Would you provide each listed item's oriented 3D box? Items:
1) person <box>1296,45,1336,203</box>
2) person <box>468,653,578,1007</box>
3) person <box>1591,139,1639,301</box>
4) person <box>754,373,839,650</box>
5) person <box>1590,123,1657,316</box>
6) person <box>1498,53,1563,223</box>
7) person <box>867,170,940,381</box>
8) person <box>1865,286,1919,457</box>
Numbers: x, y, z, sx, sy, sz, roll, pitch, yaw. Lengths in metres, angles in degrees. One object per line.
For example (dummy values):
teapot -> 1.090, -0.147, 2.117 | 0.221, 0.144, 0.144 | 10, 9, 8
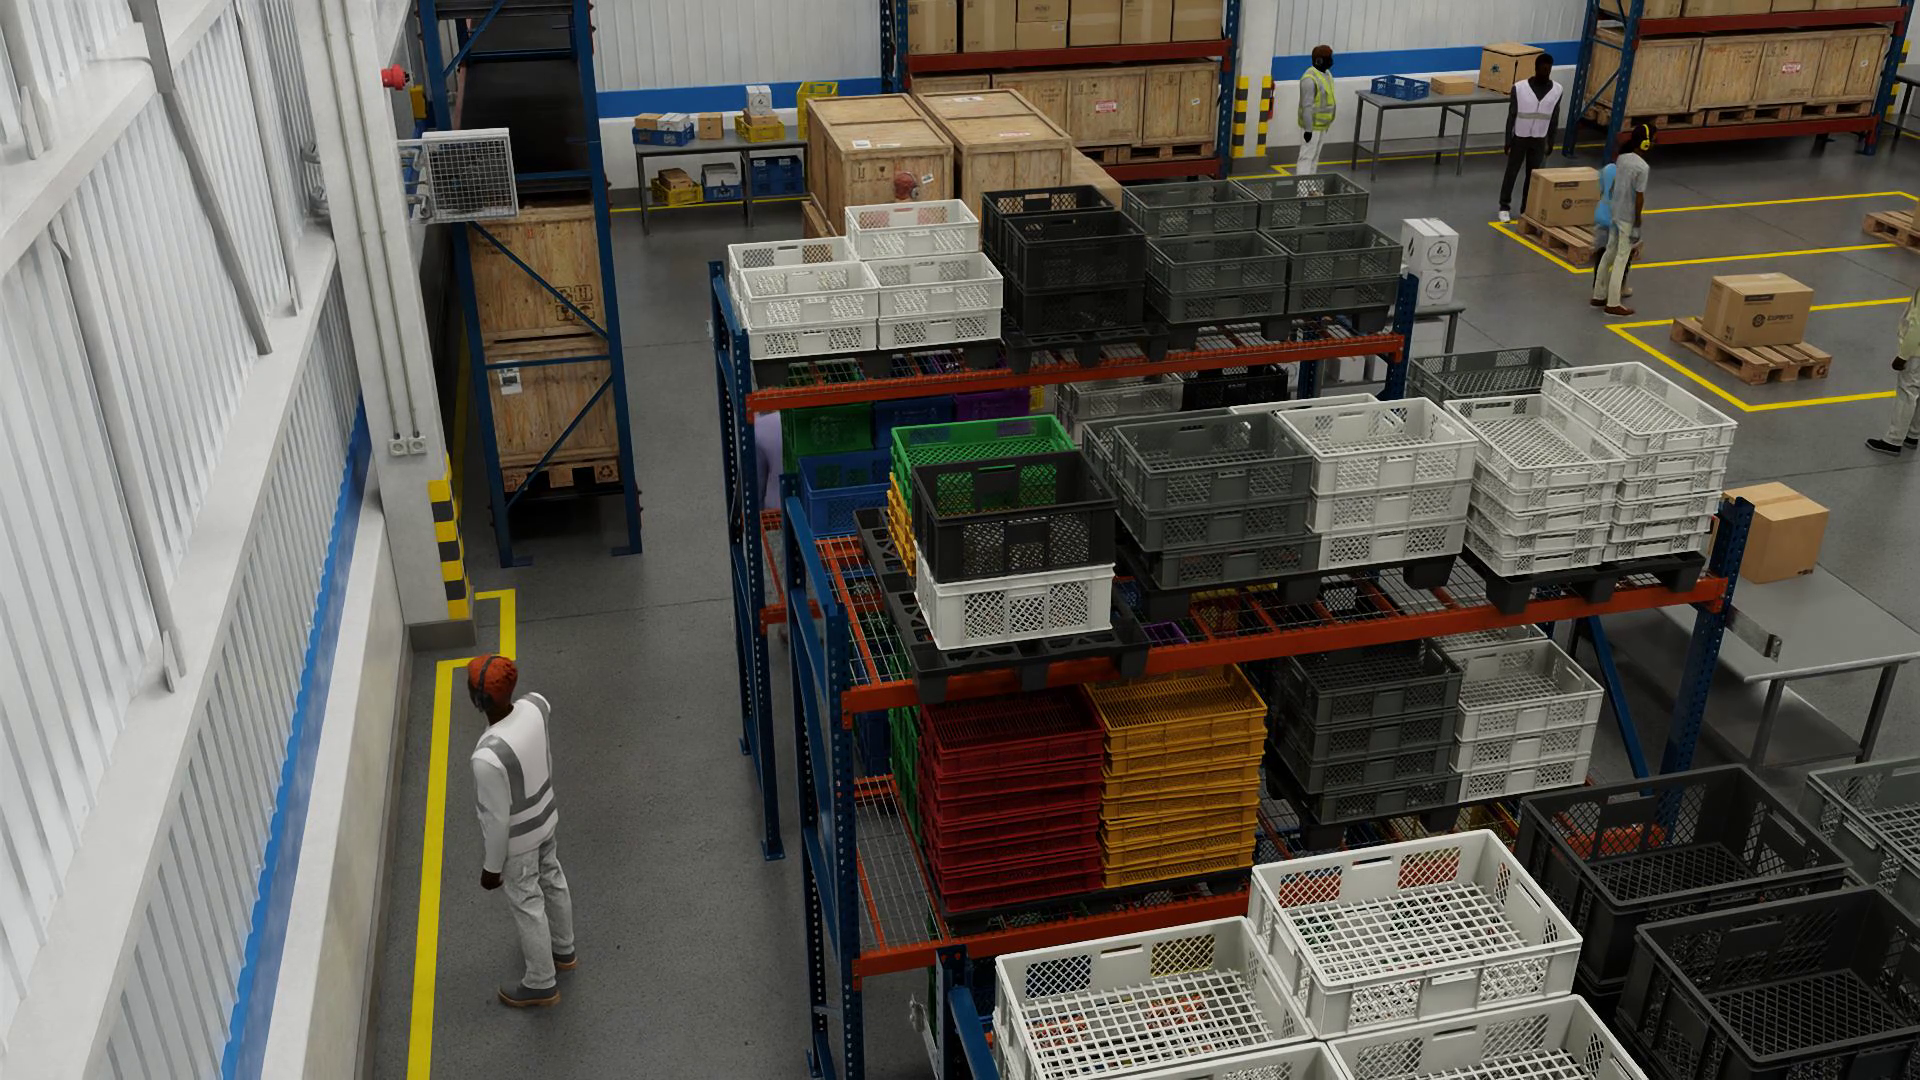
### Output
person -> 4.204, -4.902, 19.642 | 0.429, 1.846, 0.626 | 15, 31, 26
person -> -2.056, 1.348, 7.743 | 0.354, 1.883, 0.573 | 6, 28, 12
person -> 6.606, -3.203, 16.606 | 0.542, 1.672, 0.584 | -18, 33, -30
person -> -1.015, -0.182, 10.592 | 0.637, 1.939, 0.365 | 0, 28, 0
person -> 6.512, -3.132, 16.268 | 0.334, 1.862, 0.517 | -5, 28, -10
person -> 6.500, -4.584, 18.975 | 0.591, 1.914, 0.399 | 0, 28, 0
person -> -0.485, -2.302, 14.668 | 0.656, 1.894, 0.416 | 8, 29, 16
person -> 7.710, -1.563, 13.317 | 0.590, 1.835, 0.404 | -16, 32, -27
